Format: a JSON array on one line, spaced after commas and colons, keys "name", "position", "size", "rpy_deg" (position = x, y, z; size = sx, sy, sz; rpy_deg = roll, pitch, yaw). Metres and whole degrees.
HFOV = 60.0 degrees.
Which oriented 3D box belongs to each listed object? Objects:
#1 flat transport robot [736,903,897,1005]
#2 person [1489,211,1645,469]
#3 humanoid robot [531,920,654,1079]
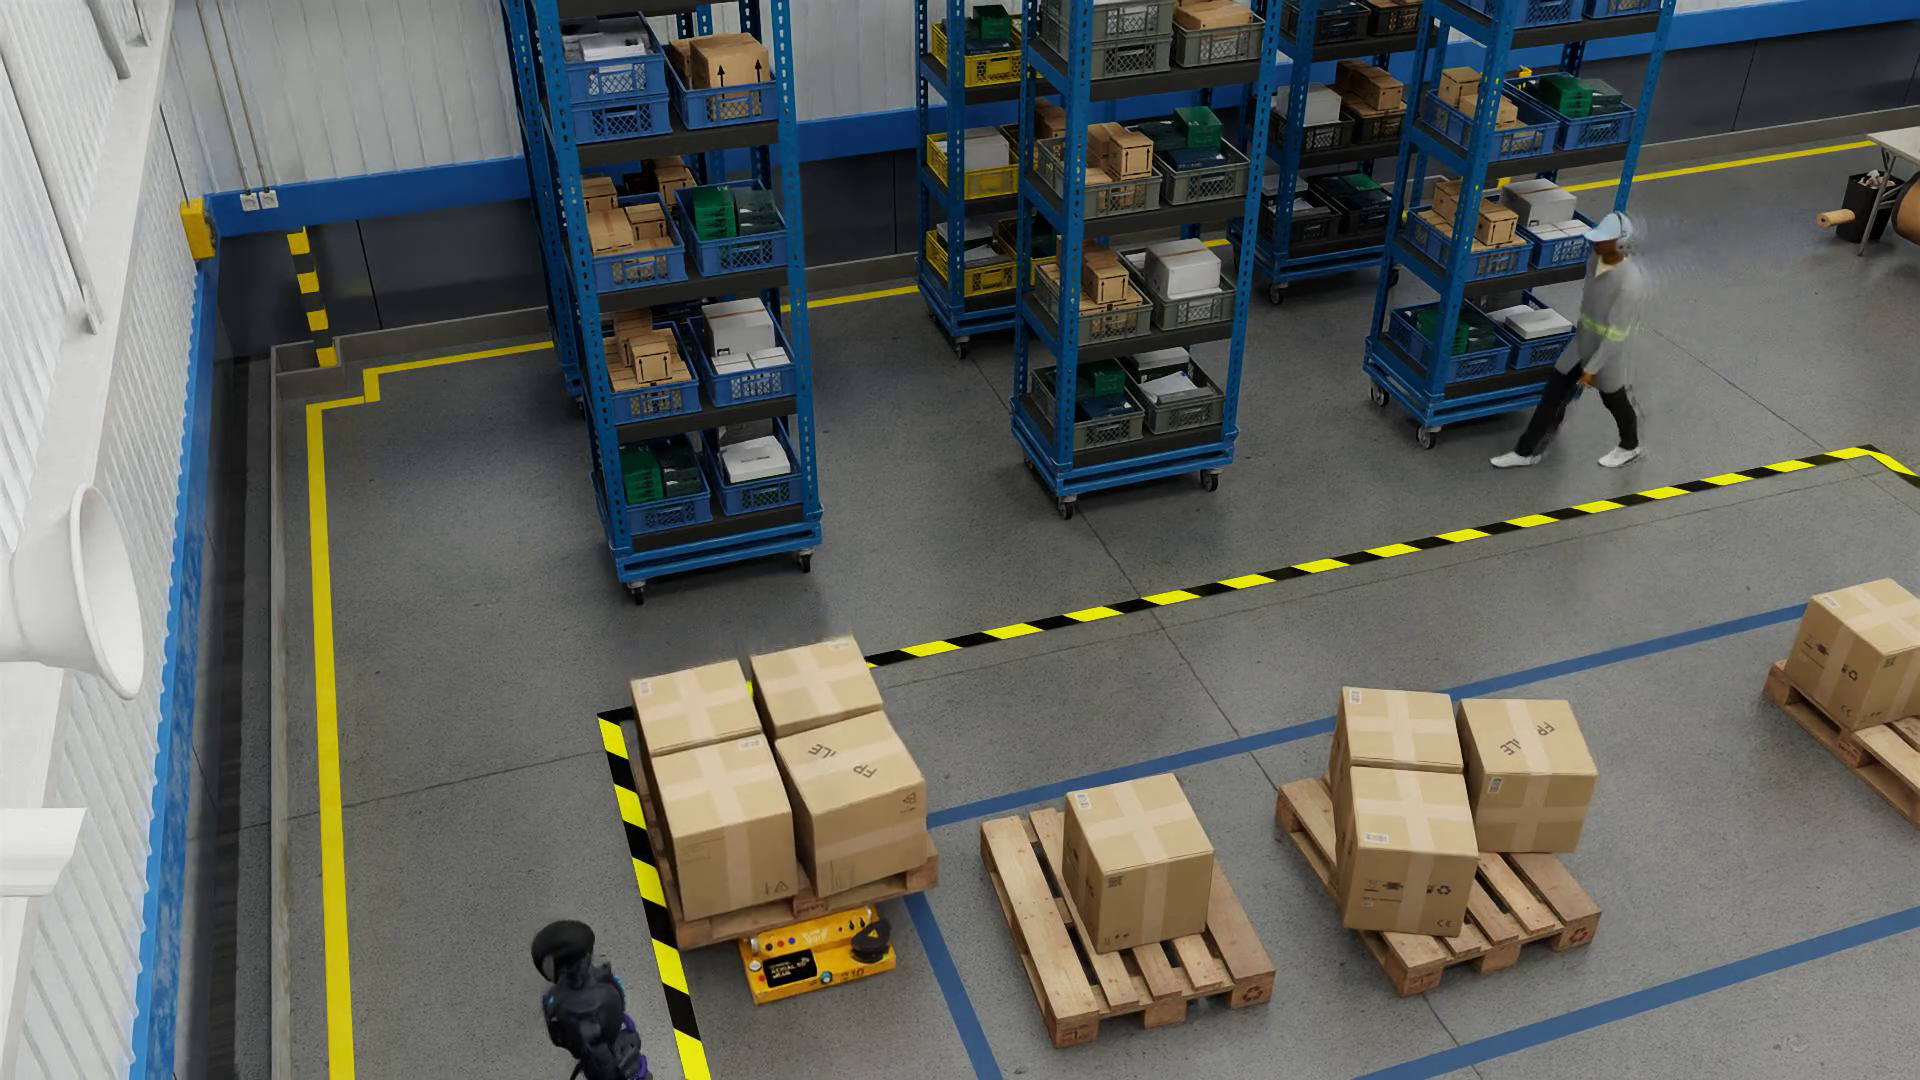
[{"name": "flat transport robot", "position": [-0.819, 1.519, 7.877], "size": [0.652, 0.197, 1.431], "rpy_deg": [-11, 37, -15]}, {"name": "person", "position": [4.019, -1.220, 10.465], "size": [1.013, 1.792, 0.586], "rpy_deg": [-8, 36, -12]}, {"name": "humanoid robot", "position": [-1.231, 1.982, 6.020], "size": [0.401, 1.641, 0.603], "rpy_deg": [-14, 38, -20]}]
